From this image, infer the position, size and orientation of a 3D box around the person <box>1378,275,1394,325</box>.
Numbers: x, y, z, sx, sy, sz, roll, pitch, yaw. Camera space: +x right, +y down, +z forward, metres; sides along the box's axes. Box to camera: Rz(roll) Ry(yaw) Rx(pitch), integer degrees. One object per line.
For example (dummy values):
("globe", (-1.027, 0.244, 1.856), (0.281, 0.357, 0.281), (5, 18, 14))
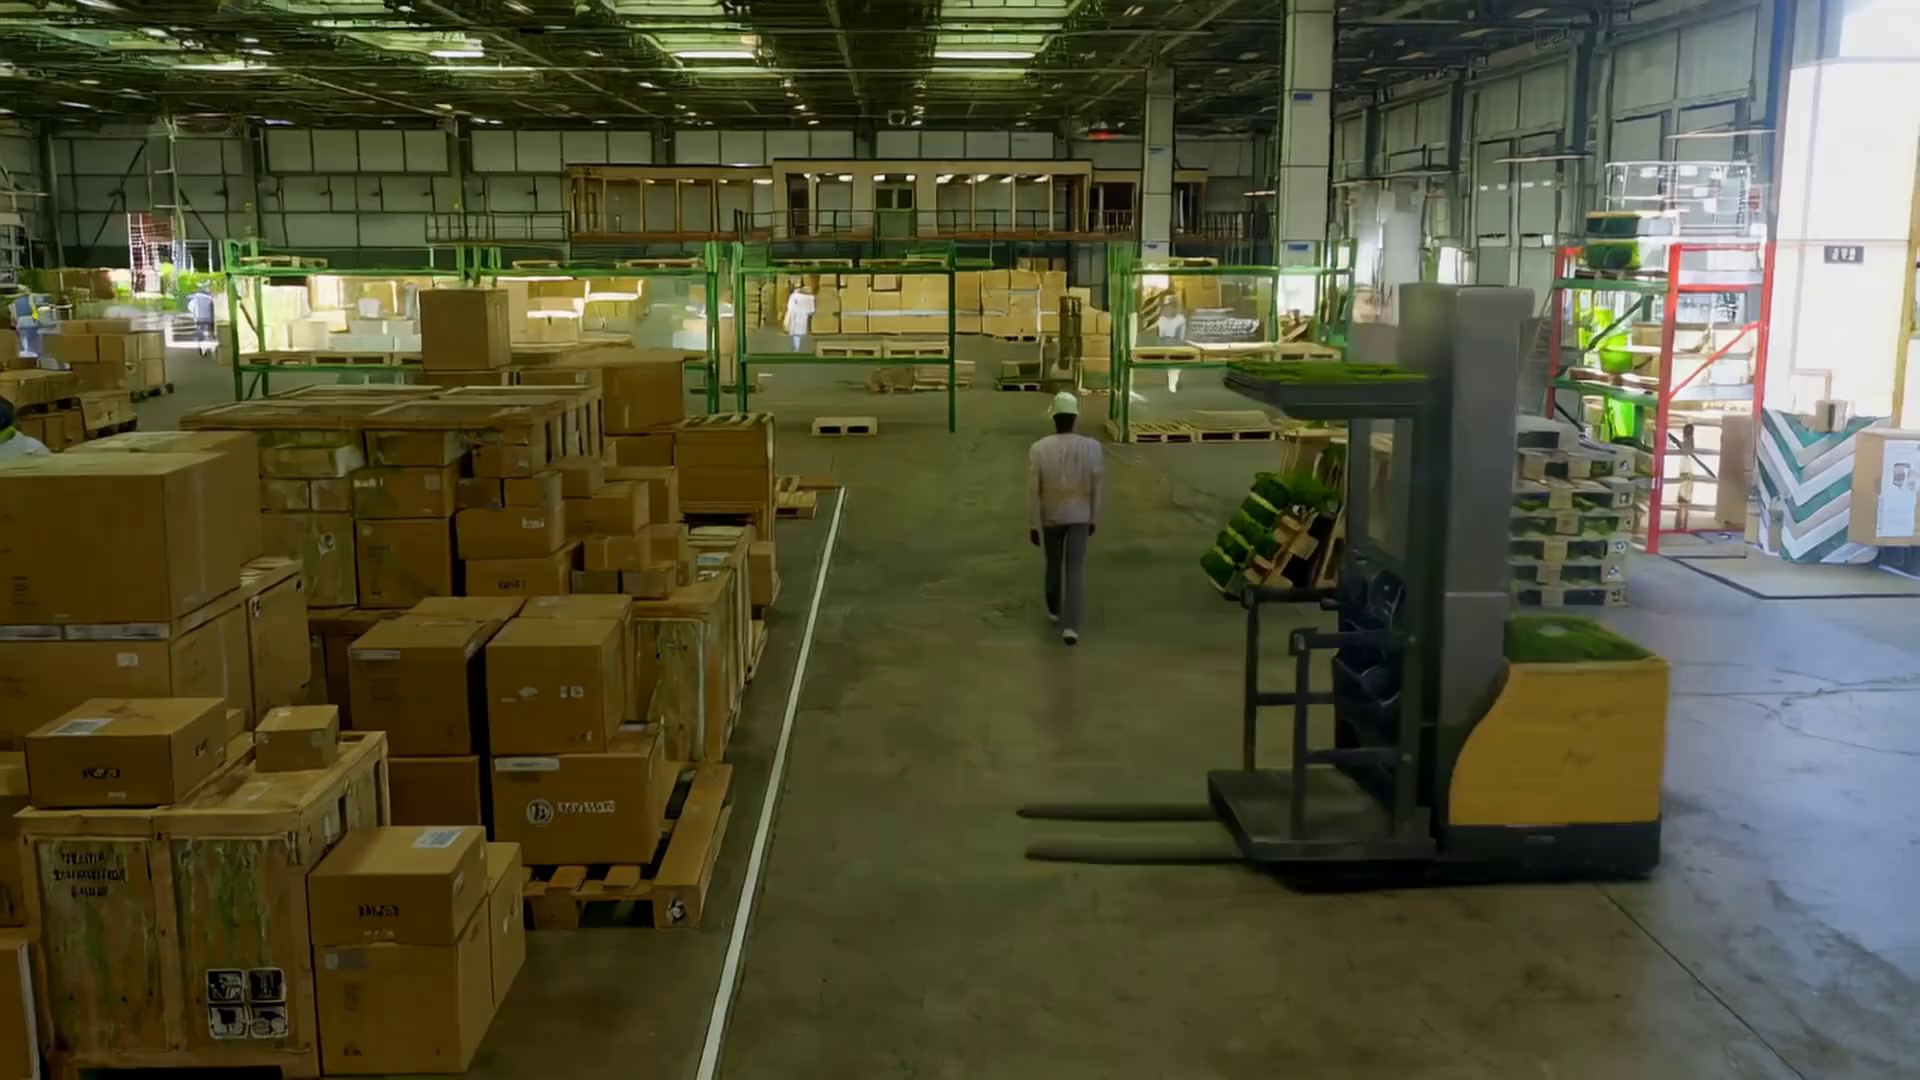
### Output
("person", (14.336, -7.982, 56.153), (0.641, 1.895, 0.900), (-6, 12, -31))

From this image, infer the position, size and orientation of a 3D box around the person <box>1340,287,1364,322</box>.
("person", (10.147, -5.648, 43.173), (0.611, 1.898, 0.751), (5, 11, 24))

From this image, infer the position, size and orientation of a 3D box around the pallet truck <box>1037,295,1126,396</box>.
("pallet truck", (2.483, -3.881, 33.060), (1.885, 1.965, 0.823), (-7, 13, -36))

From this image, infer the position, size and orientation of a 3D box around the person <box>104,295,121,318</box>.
("person", (-19.316, -4.703, 38.112), (0.534, 1.841, 0.893), (3, 11, 16))

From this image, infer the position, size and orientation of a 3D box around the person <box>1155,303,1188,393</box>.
("person", (4.206, -3.856, 33.455), (0.652, 1.802, 0.873), (6, 12, 30))

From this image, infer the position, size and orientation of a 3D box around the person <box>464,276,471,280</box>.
("person", (-15.871, -7.496, 53.361), (0.608, 1.948, 0.711), (8, 13, 37))

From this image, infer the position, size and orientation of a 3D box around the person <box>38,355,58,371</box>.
("person", (-11.408, -1.519, 20.918), (0.371, 1.623, 0.549), (1, 10, 7))

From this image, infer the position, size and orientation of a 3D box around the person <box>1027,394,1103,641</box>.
("person", (0.810, -0.190, 12.870), (0.580, 1.865, 1.022), (1, 10, 3))

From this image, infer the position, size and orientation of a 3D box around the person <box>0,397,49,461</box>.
("person", (-6.863, -0.078, 12.040), (0.634, 1.938, 0.355), (1, 10, 5))

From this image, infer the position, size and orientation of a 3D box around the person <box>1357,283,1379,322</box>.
("person", (11.889, -6.561, 48.473), (0.627, 1.826, 0.600), (5, 11, 25))

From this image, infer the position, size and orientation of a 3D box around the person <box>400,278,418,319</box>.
("person", (-17.483, -7.368, 52.836), (0.507, 1.874, 0.329), (-2, 10, -13))

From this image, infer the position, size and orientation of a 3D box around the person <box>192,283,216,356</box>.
("person", (-20.190, -5.893, 44.491), (0.578, 1.911, 0.750), (-2, 10, -10))

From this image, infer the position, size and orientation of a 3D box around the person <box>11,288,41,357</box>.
("person", (-23.506, -5.397, 41.836), (0.545, 1.881, 1.012), (-1, 10, -6))

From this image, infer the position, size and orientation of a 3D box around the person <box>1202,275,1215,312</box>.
("person", (10.641, -10.771, 71.509), (0.564, 1.973, 0.660), (-6, 12, -29))

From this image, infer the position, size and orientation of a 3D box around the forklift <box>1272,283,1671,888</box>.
("forklift", (2.384, 0.159, 8.097), (1.873, 2.768, 1.129), (-1, 10, -3))

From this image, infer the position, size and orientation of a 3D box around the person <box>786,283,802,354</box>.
("person", (-4.414, -5.869, 44.298), (0.379, 1.940, 0.629), (-4, 11, -20))

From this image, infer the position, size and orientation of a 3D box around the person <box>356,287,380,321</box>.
("person", (-14.752, -5.337, 41.446), (0.609, 1.894, 0.682), (-6, 12, -31))
